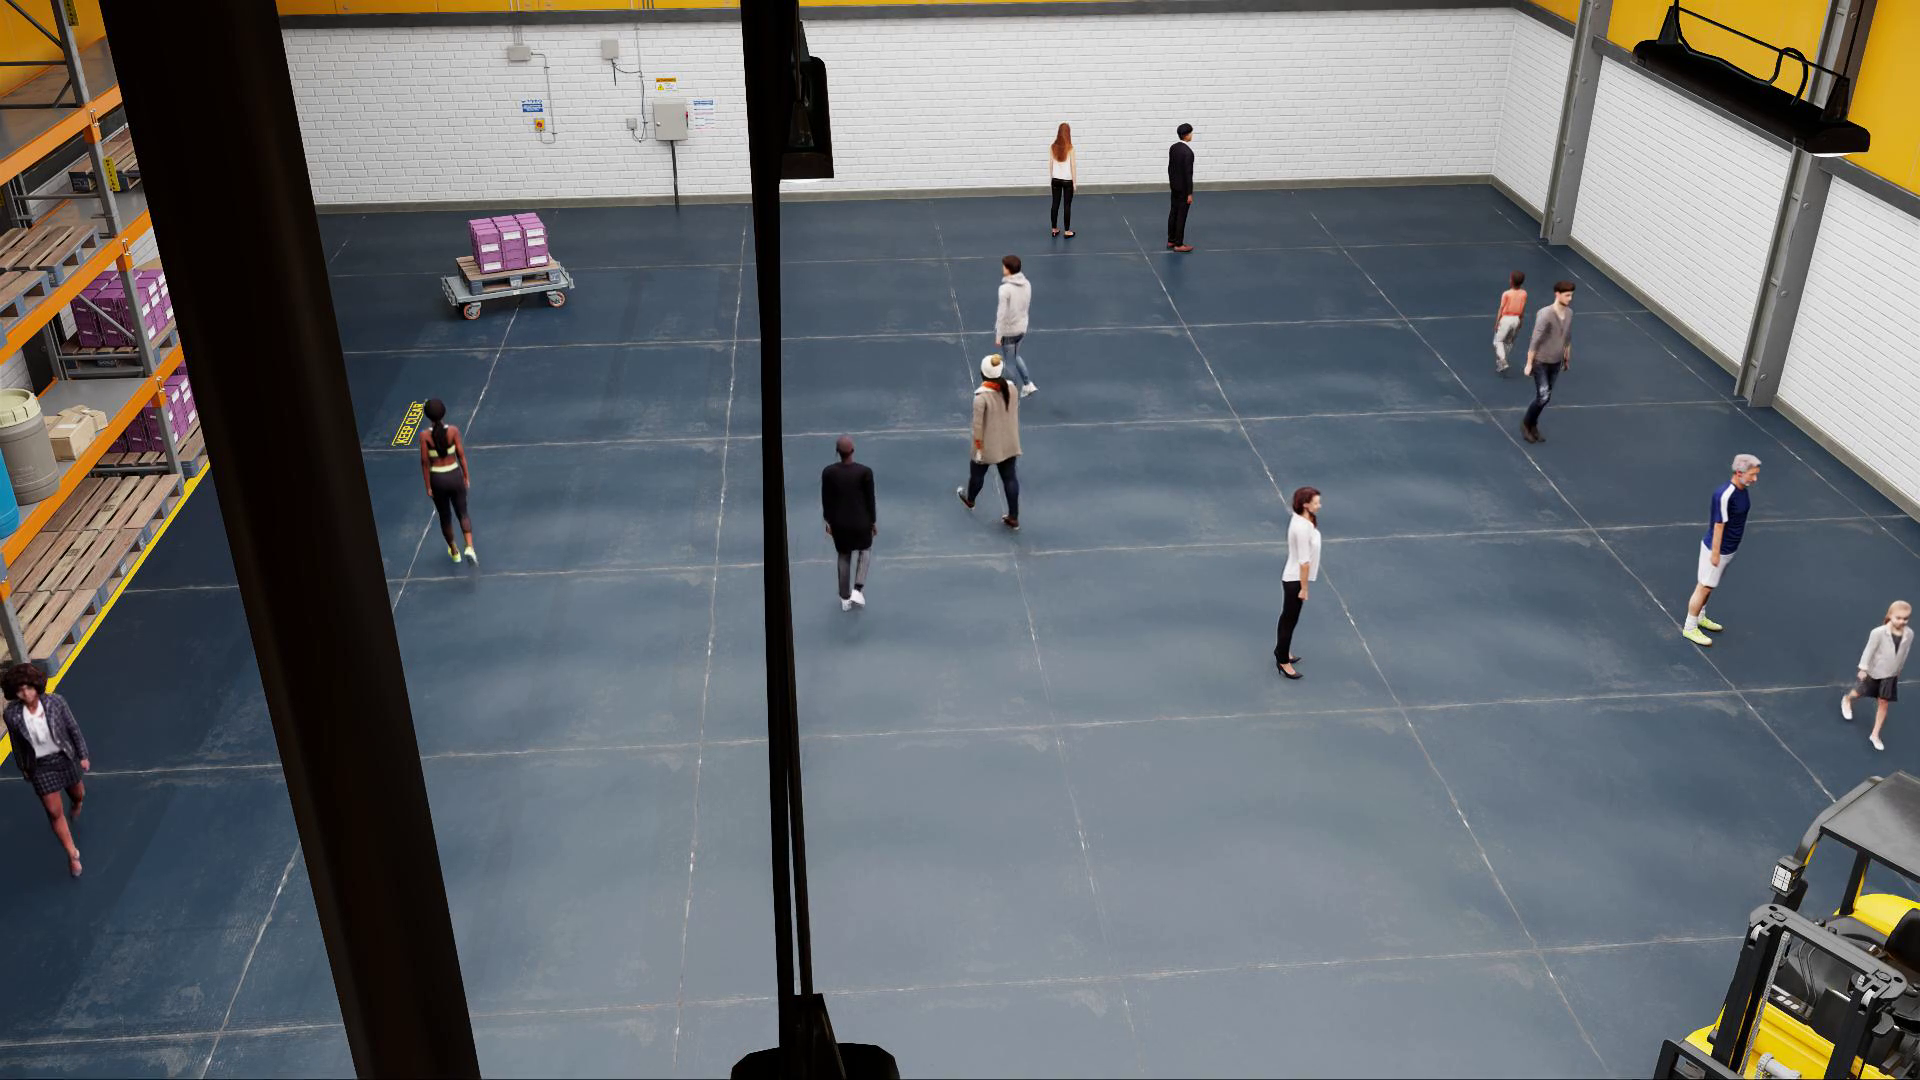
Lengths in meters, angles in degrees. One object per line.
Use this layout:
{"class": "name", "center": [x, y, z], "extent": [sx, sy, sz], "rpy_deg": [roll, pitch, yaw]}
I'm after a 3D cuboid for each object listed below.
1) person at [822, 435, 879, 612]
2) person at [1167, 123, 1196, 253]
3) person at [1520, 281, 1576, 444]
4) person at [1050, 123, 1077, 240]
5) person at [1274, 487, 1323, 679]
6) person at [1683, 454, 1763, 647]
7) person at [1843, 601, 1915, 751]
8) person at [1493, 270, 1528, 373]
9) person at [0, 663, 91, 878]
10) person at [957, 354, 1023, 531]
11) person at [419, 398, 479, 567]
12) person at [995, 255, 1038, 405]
{"class": "person", "center": [-1.026, -0.105, 15.276], "extent": [0.717, 1.749, 0.751], "rpy_deg": [2, 29, 4]}
{"class": "person", "center": [3.240, -5.192, 24.460], "extent": [0.823, 1.884, 0.635], "rpy_deg": [-13, 31, -22]}
{"class": "person", "center": [6.507, -2.024, 18.643], "extent": [0.817, 1.894, 0.793], "rpy_deg": [-15, 32, -25]}
{"class": "person", "center": [1.543, -5.404, 25.019], "extent": [0.649, 1.720, 0.672], "rpy_deg": [15, 32, 26]}
{"class": "person", "center": [2.910, 0.349, 14.396], "extent": [0.720, 1.794, 0.541], "rpy_deg": [4, 29, 8]}
{"class": "person", "center": [6.819, 0.041, 14.920], "extent": [0.771, 1.831, 0.711], "rpy_deg": [21, 35, 34]}
{"class": "person", "center": [7.564, 1.036, 13.696], "extent": [0.633, 1.258, 0.916], "rpy_deg": [4, 29, 7]}
{"class": "person", "center": [6.766, -2.671, 20.443], "extent": [0.493, 1.305, 0.707], "rpy_deg": [-2, 29, -3]}
{"class": "person", "center": [-6.652, 1.614, 12.201], "extent": [0.884, 1.675, 1.099], "rpy_deg": [-16, 32, -26]}
{"class": "person", "center": [0.406, -0.957, 16.747], "extent": [0.994, 1.836, 1.240], "rpy_deg": [-15, 32, -26]}
{"class": "person", "center": [-4.922, -0.497, 16.005], "extent": [0.768, 1.737, 0.986], "rpy_deg": [-13, 31, -22]}
{"class": "person", "center": [0.697, -2.422, 19.420], "extent": [0.958, 1.846, 0.899], "rpy_deg": [21, 35, 33]}
